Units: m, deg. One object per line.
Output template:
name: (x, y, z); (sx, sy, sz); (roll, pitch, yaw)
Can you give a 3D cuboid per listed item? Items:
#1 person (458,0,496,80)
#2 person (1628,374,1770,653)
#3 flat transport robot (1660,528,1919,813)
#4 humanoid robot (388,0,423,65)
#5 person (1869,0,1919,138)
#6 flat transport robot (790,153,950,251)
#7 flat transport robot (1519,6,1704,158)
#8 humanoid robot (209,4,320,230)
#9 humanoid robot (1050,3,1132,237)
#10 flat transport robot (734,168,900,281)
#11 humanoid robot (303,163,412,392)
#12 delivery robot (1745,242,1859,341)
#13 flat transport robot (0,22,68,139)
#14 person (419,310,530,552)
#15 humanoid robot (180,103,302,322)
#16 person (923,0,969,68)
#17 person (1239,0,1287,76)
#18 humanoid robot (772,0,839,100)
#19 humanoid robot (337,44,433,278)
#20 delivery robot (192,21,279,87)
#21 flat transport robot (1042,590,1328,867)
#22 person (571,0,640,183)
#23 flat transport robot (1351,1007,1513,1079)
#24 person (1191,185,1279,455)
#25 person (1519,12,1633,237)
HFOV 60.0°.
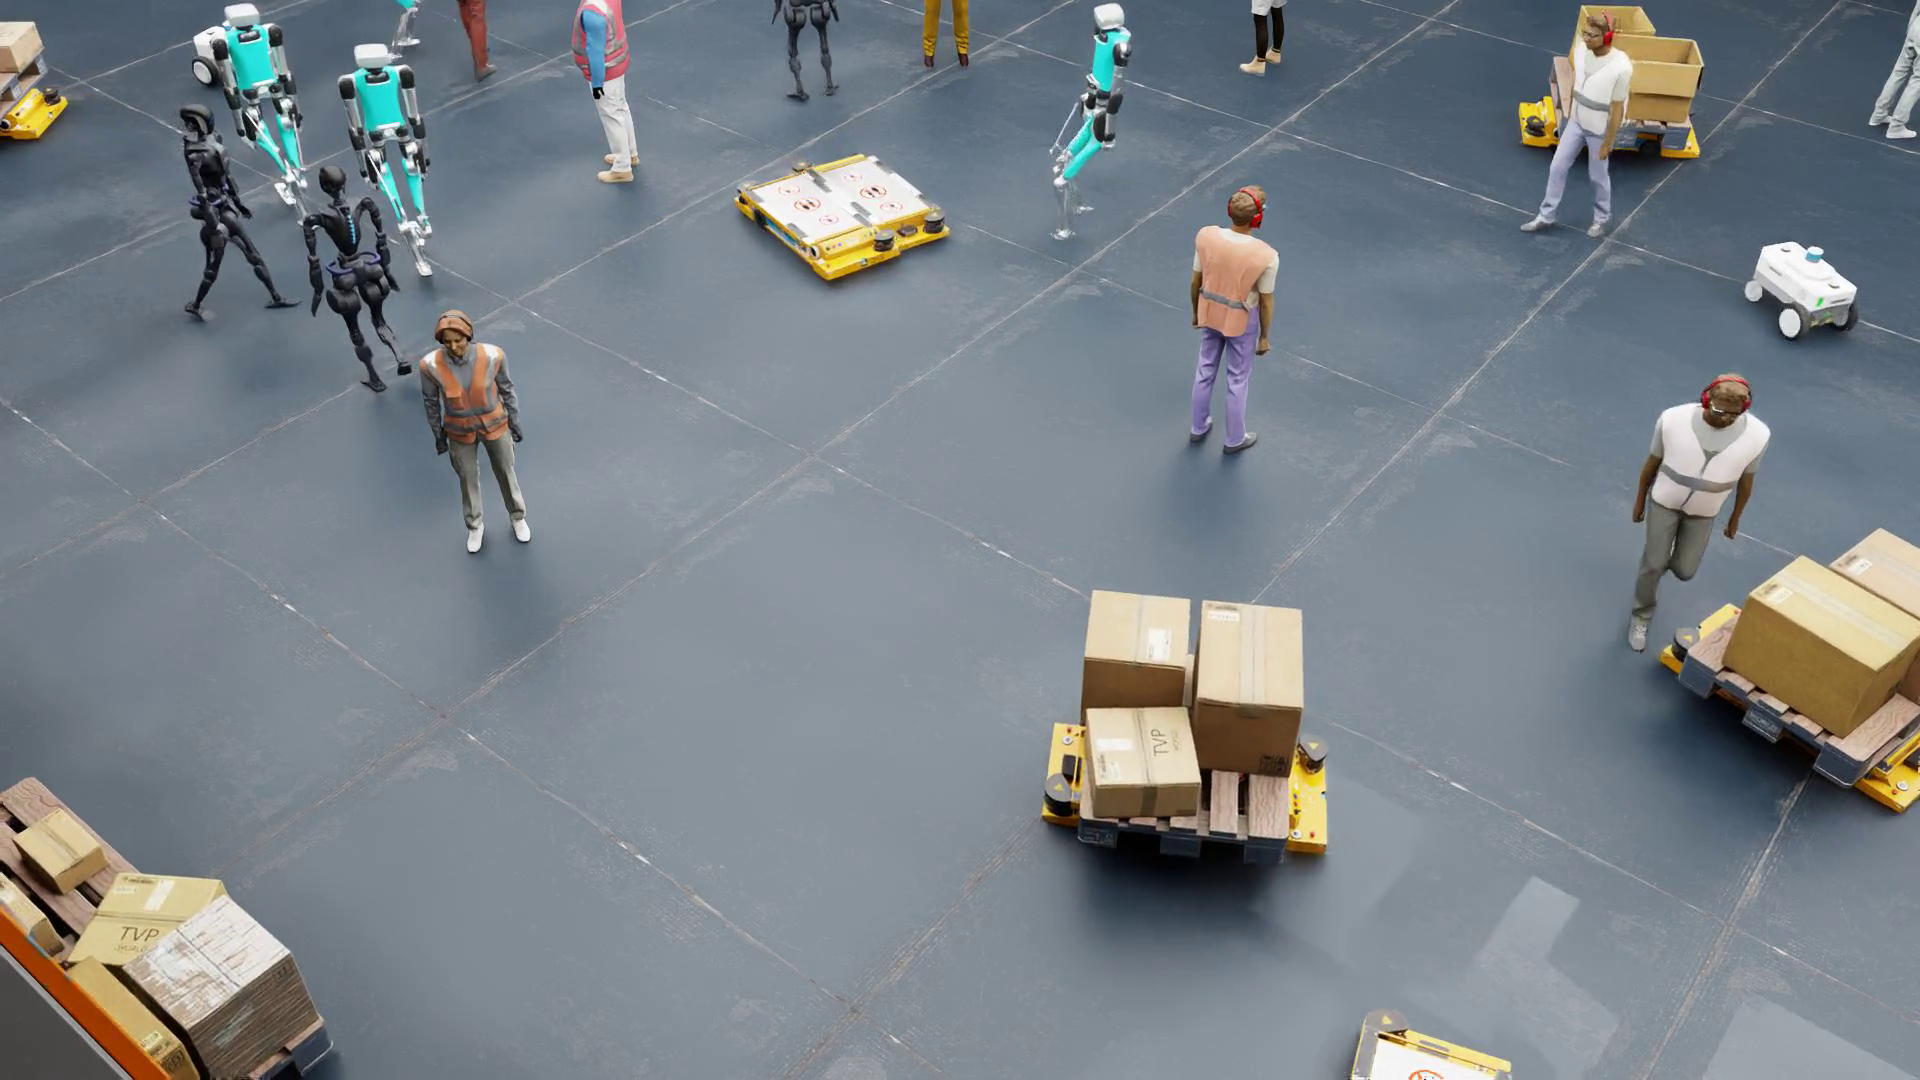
person: (-4.413, -5.123, 14.890); (0.600, 1.838, 0.808); (5, 41, 6)
person: (3.995, -0.224, 9.145); (0.578, 1.814, 0.601); (11, 42, 12)
flat transport robot: (4.647, 0.857, 9.070); (0.659, 0.231, 1.431); (-27, 47, -28)
humanoid robot: (-5.177, -5.209, 15.059); (0.789, 1.736, 0.532); (-27, 47, -28)
person: (8.115, -4.199, 13.891); (0.321, 1.730, 0.489); (-9, 41, -10)
flat transport robot: (-0.736, -2.709, 13.265); (0.659, 0.231, 1.431); (-22, 45, -24)
flat transport robot: (5.558, -3.548, 14.252); (1.431, 0.231, 0.659); (7, 41, 8)
humanoid robot: (-5.169, -3.135, 12.649); (0.550, 1.738, 1.030); (-30, 49, -31)
humanoid robot: (0.868, -3.169, 12.706); (0.794, 1.807, 0.530); (-9, 41, -10)
flat transport robot: (-1.138, -2.499, 13.018); (0.659, 0.231, 1.431); (-25, 46, -26)
humanoid robot: (-3.980, -1.687, 10.982); (0.428, 1.645, 0.608); (32, 50, 32)
delivery robot: (6.085, -1.830, 12.002); (0.499, 0.584, 0.783); (-11, 42, -13)
flat transport robot: (-8.616, -3.706, 14.438); (1.431, 0.231, 0.659); (0, 40, 0)
person: (-2.836, -0.643, 9.774); (0.521, 1.638, 0.308); (-11, 42, -13)
humanoid robot: (-5.280, -2.308, 11.747); (0.797, 1.632, 0.589); (-2, 40, -3)
person: (-0.110, -5.119, 14.962); (0.529, 1.749, 0.342); (-3, 40, -4)
person: (2.778, -5.036, 14.907); (0.322, 1.688, 0.534); (29, 48, 29)
humanoid robot: (-1.346, -4.669, 14.484); (0.598, 1.638, 0.366); (-11, 42, -13)
humanoid robot: (-4.077, -2.694, 12.111); (0.545, 1.735, 0.994); (-19, 44, -21)
delivery robot: (-6.534, -4.391, 15.013); (0.754, 0.582, 0.509); (17, 43, 19)
flat transport robot: (1.171, 1.243, 8.615); (1.431, 0.231, 0.659); (5, 41, 6)
person: (-2.859, -3.771, 13.313); (0.431, 1.835, 0.628); (0, 40, 1)
flat transport robot: (1.885, 2.658, 6.951); (0.659, 0.231, 1.431); (14, 42, 16)
person: (1.687, -1.360, 10.462); (0.563, 1.843, 0.395); (26, 47, 27)
person: (4.794, -3.136, 12.598); (0.707, 1.818, 0.575); (-18, 44, -20)
